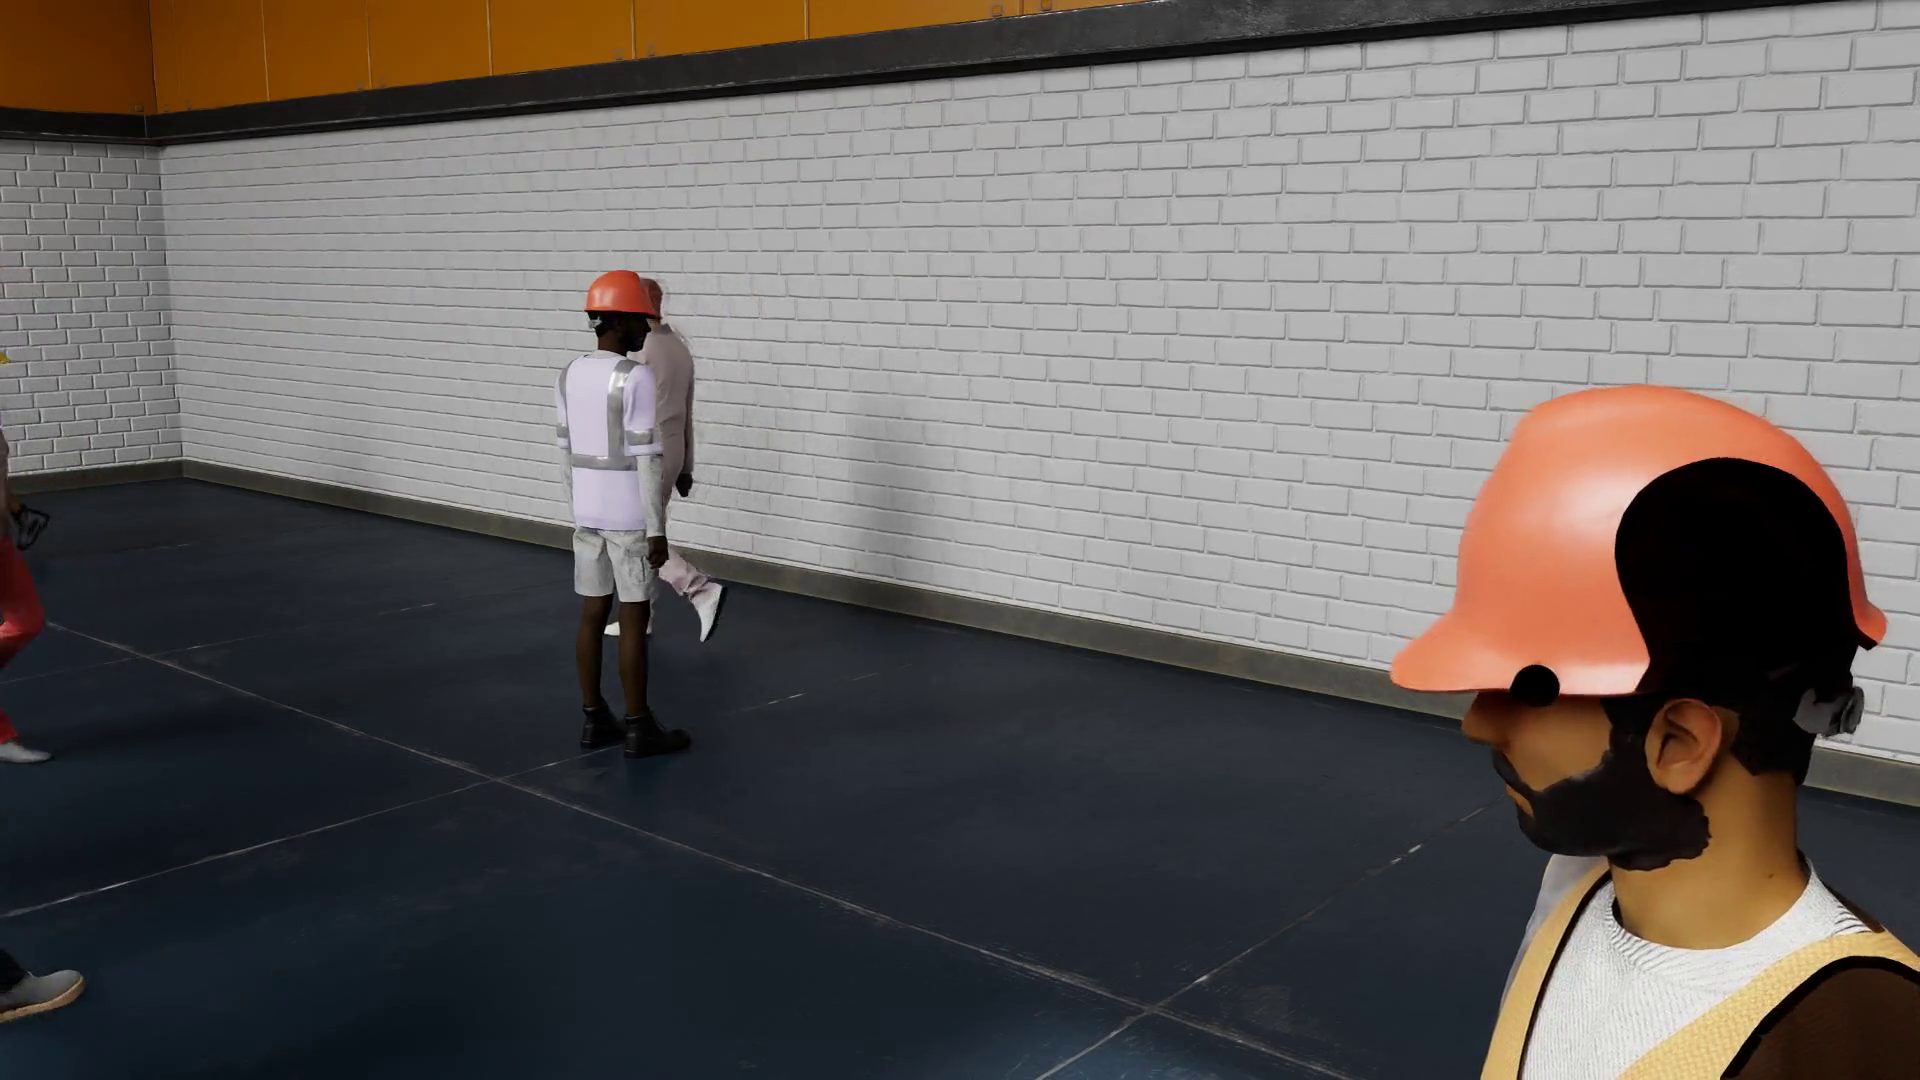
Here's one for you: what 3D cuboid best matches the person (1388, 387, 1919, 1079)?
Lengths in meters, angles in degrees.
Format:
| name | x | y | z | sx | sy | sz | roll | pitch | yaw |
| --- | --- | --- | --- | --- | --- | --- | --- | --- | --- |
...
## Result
| name | x | y | z | sx | sy | sz | roll | pitch | yaw |
| --- | --- | --- | --- | --- | --- | --- | --- | --- | --- |
| person | 0.483 | 0.854 | 1.231 | 0.374 | 1.929 | 0.551 | 0 | 10 | -2 |

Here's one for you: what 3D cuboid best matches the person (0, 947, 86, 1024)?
| name | x | y | z | sx | sy | sz | roll | pitch | yaw |
| --- | --- | --- | --- | --- | --- | --- | --- | --- | --- |
| person | -2.671 | 0.363 | 3.953 | 0.611 | 1.966 | 0.947 | 8 | 13 | 39 |

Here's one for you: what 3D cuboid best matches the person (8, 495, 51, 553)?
| name | x | y | z | sx | sy | sz | roll | pitch | yaw |
| --- | --- | --- | --- | --- | --- | --- | --- | --- | --- |
| person | -6.220 | -0.763 | 10.497 | 0.587 | 1.919 | 0.545 | -5 | 11 | -28 |

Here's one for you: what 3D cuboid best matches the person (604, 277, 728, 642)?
| name | x | y | z | sx | sy | sz | roll | pitch | yaw |
| --- | --- | --- | --- | --- | --- | --- | --- | --- | --- |
| person | -1.532 | -0.391 | 8.444 | 0.732 | 1.883 | 0.642 | 3 | 10 | 16 |

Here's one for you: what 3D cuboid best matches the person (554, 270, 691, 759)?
| name | x | y | z | sx | sy | sz | roll | pitch | yaw |
| --- | --- | --- | --- | --- | --- | --- | --- | --- | --- |
| person | -1.358 | -0.095 | 6.650 | 0.547 | 1.925 | 0.375 | 8 | 13 | 37 |

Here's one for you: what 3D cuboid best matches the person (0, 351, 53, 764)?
| name | x | y | z | sx | sy | sz | roll | pitch | yaw |
| --- | --- | --- | --- | --- | --- | --- | --- | --- | --- |
| person | -3.824 | 0.019 | 6.485 | 0.414 | 1.756 | 0.548 | -1 | 10 | -3 |
